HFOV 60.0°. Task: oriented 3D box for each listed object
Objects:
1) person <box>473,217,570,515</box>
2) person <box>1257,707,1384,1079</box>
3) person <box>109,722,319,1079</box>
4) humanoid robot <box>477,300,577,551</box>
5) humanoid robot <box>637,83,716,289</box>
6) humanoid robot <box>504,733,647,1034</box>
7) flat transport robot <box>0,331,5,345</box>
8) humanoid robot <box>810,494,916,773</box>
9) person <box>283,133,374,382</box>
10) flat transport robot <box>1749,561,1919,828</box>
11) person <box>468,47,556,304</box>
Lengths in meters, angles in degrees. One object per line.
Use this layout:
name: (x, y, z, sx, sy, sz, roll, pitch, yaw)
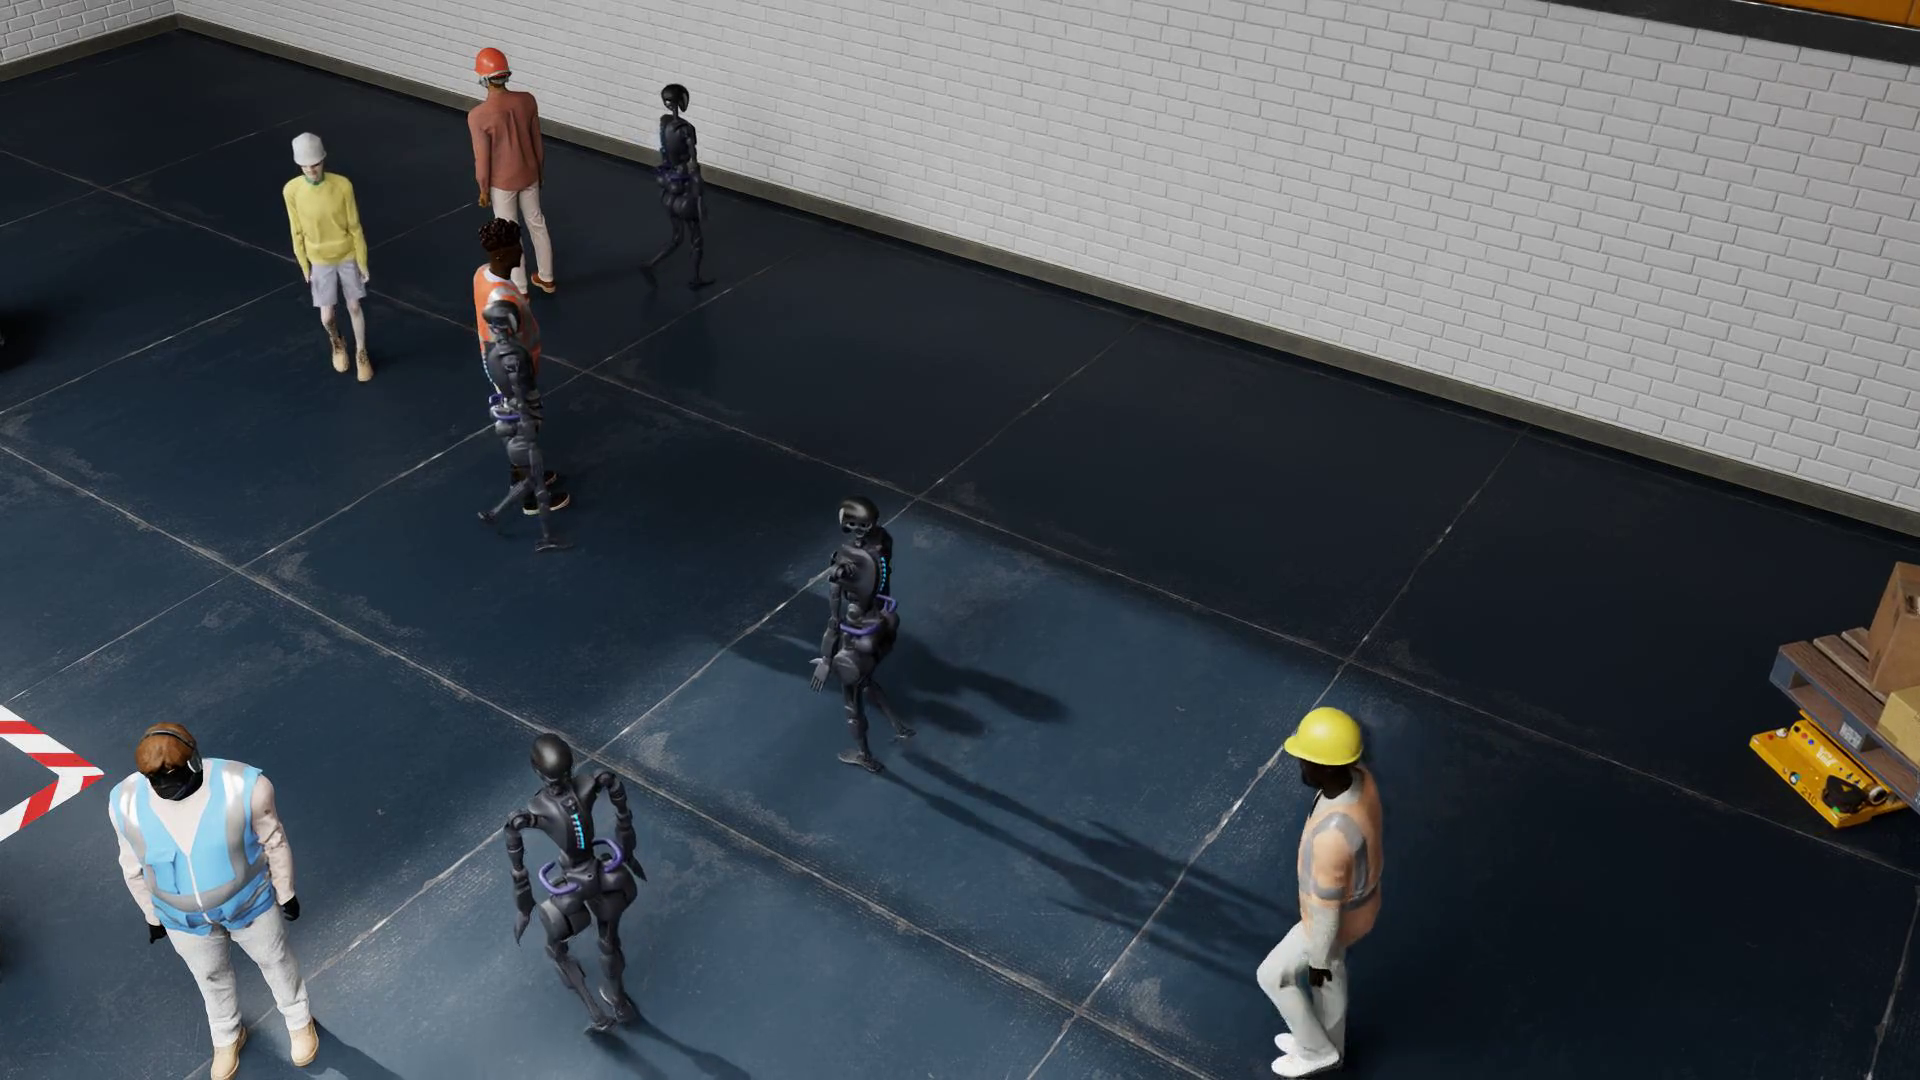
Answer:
person: (-2.759, -1.075, 10.329, 0.368, 1.958, 0.604, -17, 38, -23)
person: (1.465, 1.474, 6.730, 0.471, 1.901, 0.616, 14, 37, 19)
person: (-3.020, 1.478, 6.781, 0.620, 1.844, 0.429, -9, 36, -12)
humanoid robot: (-2.702, -0.667, 9.989, 0.555, 1.639, 0.594, -13, 37, -18)
humanoid robot: (-2.246, -2.697, 12.900, 0.593, 1.626, 0.587, -24, 42, -30)
humanoid robot: (-1.580, 1.452, 6.955, 0.602, 1.641, 0.366, -24, 41, -30)
flat transport robot: (-7.734, -1.333, 12.168, 0.659, 0.231, 1.431, -27, 43, -33)
humanoid robot: (-0.475, 0.504, 8.316, 0.418, 1.651, 0.598, 17, 39, 23)
person: (-4.399, -1.971, 11.680, 0.474, 1.878, 0.453, -15, 38, -20)
flat transport robot: (4.966, 1.083, 8.716, 1.431, 0.231, 0.659, -10, 36, -14)
person: (-3.433, -2.774, 12.725, 0.378, 1.994, 0.616, 26, 42, 32)
